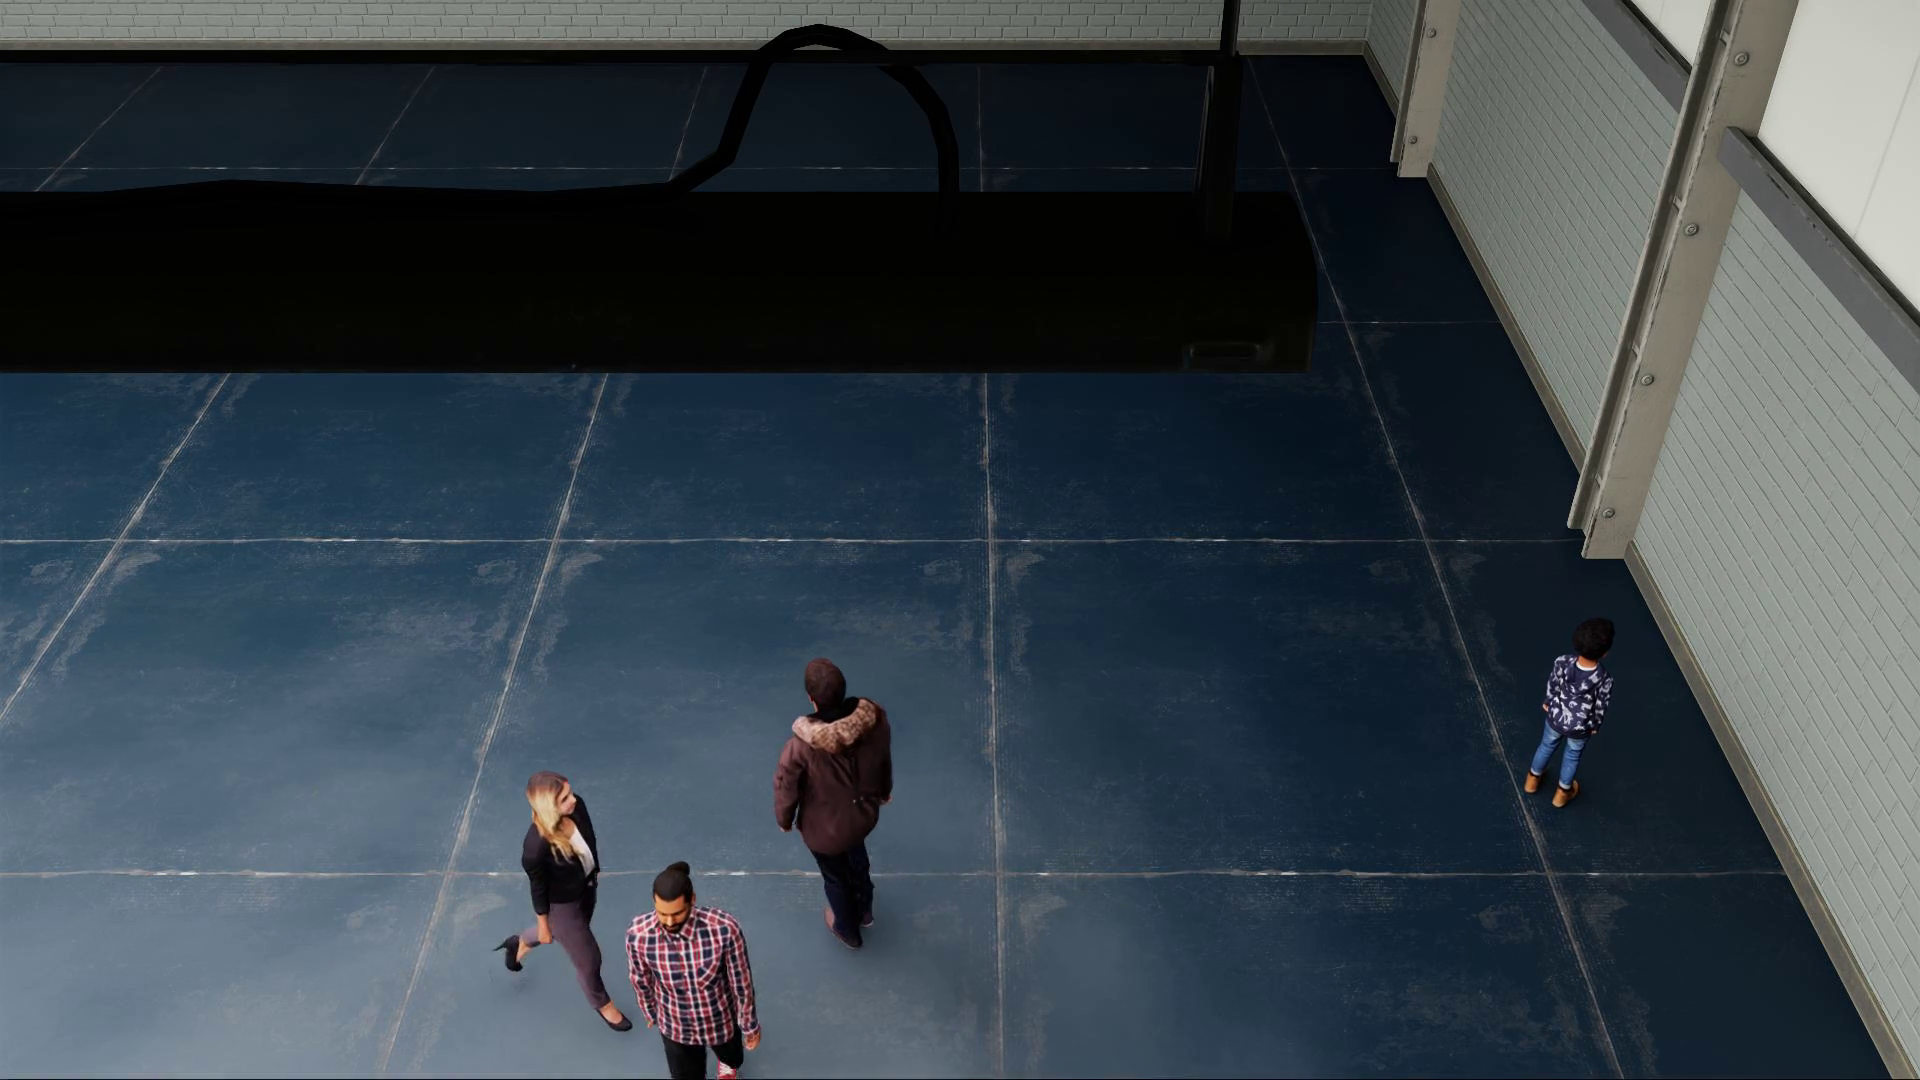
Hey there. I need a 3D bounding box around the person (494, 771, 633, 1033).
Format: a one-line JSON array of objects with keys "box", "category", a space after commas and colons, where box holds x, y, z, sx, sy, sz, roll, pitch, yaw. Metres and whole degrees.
[{"box": [-1.935, 1.694, 7.854, 0.848, 1.649, 0.988, 11, 39, 14], "category": "person"}]

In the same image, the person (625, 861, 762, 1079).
[{"box": [-1.135, 2.026, 7.335, 0.789, 1.750, 1.108, -5, 38, -7], "category": "person"}]

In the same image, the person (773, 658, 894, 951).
[{"box": [-0.546, 1.368, 8.130, 0.898, 1.835, 0.923, -23, 43, -27], "category": "person"}]

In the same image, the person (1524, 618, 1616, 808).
[{"box": [3.378, 0.944, 9.172, 0.562, 1.248, 0.614, 28, 45, 31], "category": "person"}]
